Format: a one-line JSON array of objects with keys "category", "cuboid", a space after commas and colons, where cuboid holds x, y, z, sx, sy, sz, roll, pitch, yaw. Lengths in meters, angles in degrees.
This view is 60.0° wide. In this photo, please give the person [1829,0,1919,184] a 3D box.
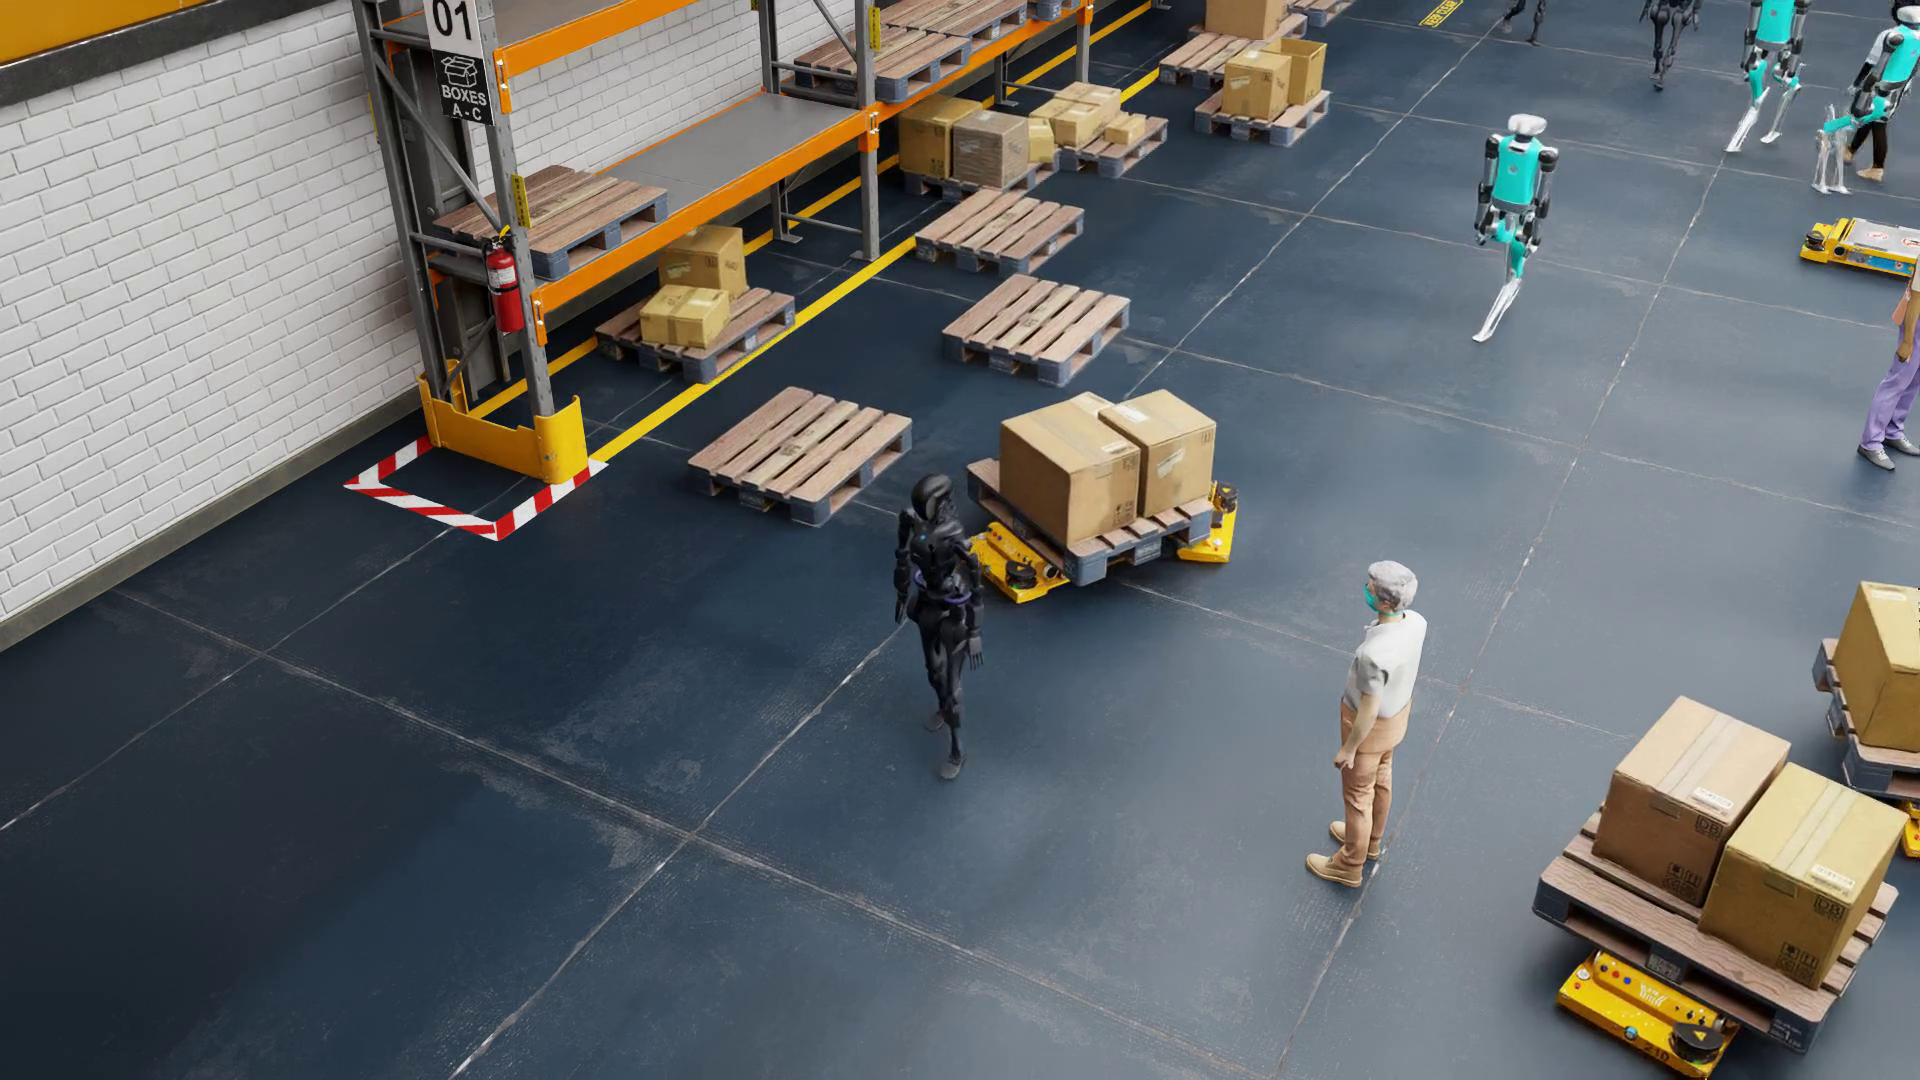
[{"category": "person", "cuboid": [8.344, -4.149, 15.150, 0.548, 1.661, 0.772, -18, 37, -25]}]

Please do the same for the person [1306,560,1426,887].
[{"category": "person", "cuboid": [1.863, 0.831, 7.552, 0.312, 1.743, 0.491, 22, 40, 30]}]

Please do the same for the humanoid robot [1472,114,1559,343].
[{"category": "humanoid robot", "cuboid": [4.225, -2.406, 12.495, 0.530, 1.769, 1.007, 24, 40, 31]}]

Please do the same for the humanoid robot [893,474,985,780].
[{"category": "humanoid robot", "cuboid": [-0.120, 0.371, 8.317, 0.630, 1.632, 0.544, 26, 42, 34]}]

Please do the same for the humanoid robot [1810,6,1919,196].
[{"category": "humanoid robot", "cuboid": [7.962, -3.887, 14.697, 0.531, 1.758, 0.794, -15, 36, -22]}]

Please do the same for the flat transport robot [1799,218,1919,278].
[{"category": "flat transport robot", "cuboid": [7.771, -2.361, 13.719, 1.431, 0.231, 0.659, 20, 38, 27]}]

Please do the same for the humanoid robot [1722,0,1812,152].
[{"category": "humanoid robot", "cuboid": [7.683, -4.495, 15.655, 1.014, 1.765, 0.560, -26, 42, -34]}]

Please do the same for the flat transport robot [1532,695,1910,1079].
[{"category": "flat transport robot", "cuboid": [3.314, 1.780, 7.455, 0.659, 0.231, 1.431, 27, 42, 34]}]

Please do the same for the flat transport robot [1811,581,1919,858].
[{"category": "flat transport robot", "cuboid": [5.024, 1.120, 8.454, 0.659, 0.231, 1.431, 7, 34, 11]}]

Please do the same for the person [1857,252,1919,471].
[{"category": "person", "cuboid": [6.258, -1.360, 10.776, 0.563, 1.846, 0.391, -20, 38, -27]}]

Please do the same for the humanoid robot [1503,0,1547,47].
[{"category": "humanoid robot", "cuboid": [6.458, -6.428, 18.618, 0.609, 1.639, 0.649, -5, 34, -8]}]

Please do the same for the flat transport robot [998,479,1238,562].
[{"category": "flat transport robot", "cuboid": [0.995, -0.179, 10.418, 1.431, 0.231, 0.659, 7, 34, 10]}]

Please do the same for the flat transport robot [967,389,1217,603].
[{"category": "flat transport robot", "cuboid": [0.760, -0.052, 10.227, 1.431, 0.231, 0.659, -20, 38, -27]}]

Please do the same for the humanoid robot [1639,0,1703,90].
[{"category": "humanoid robot", "cuboid": [7.399, -5.531, 17.277, 0.616, 1.617, 0.775, 21, 39, 28]}]
